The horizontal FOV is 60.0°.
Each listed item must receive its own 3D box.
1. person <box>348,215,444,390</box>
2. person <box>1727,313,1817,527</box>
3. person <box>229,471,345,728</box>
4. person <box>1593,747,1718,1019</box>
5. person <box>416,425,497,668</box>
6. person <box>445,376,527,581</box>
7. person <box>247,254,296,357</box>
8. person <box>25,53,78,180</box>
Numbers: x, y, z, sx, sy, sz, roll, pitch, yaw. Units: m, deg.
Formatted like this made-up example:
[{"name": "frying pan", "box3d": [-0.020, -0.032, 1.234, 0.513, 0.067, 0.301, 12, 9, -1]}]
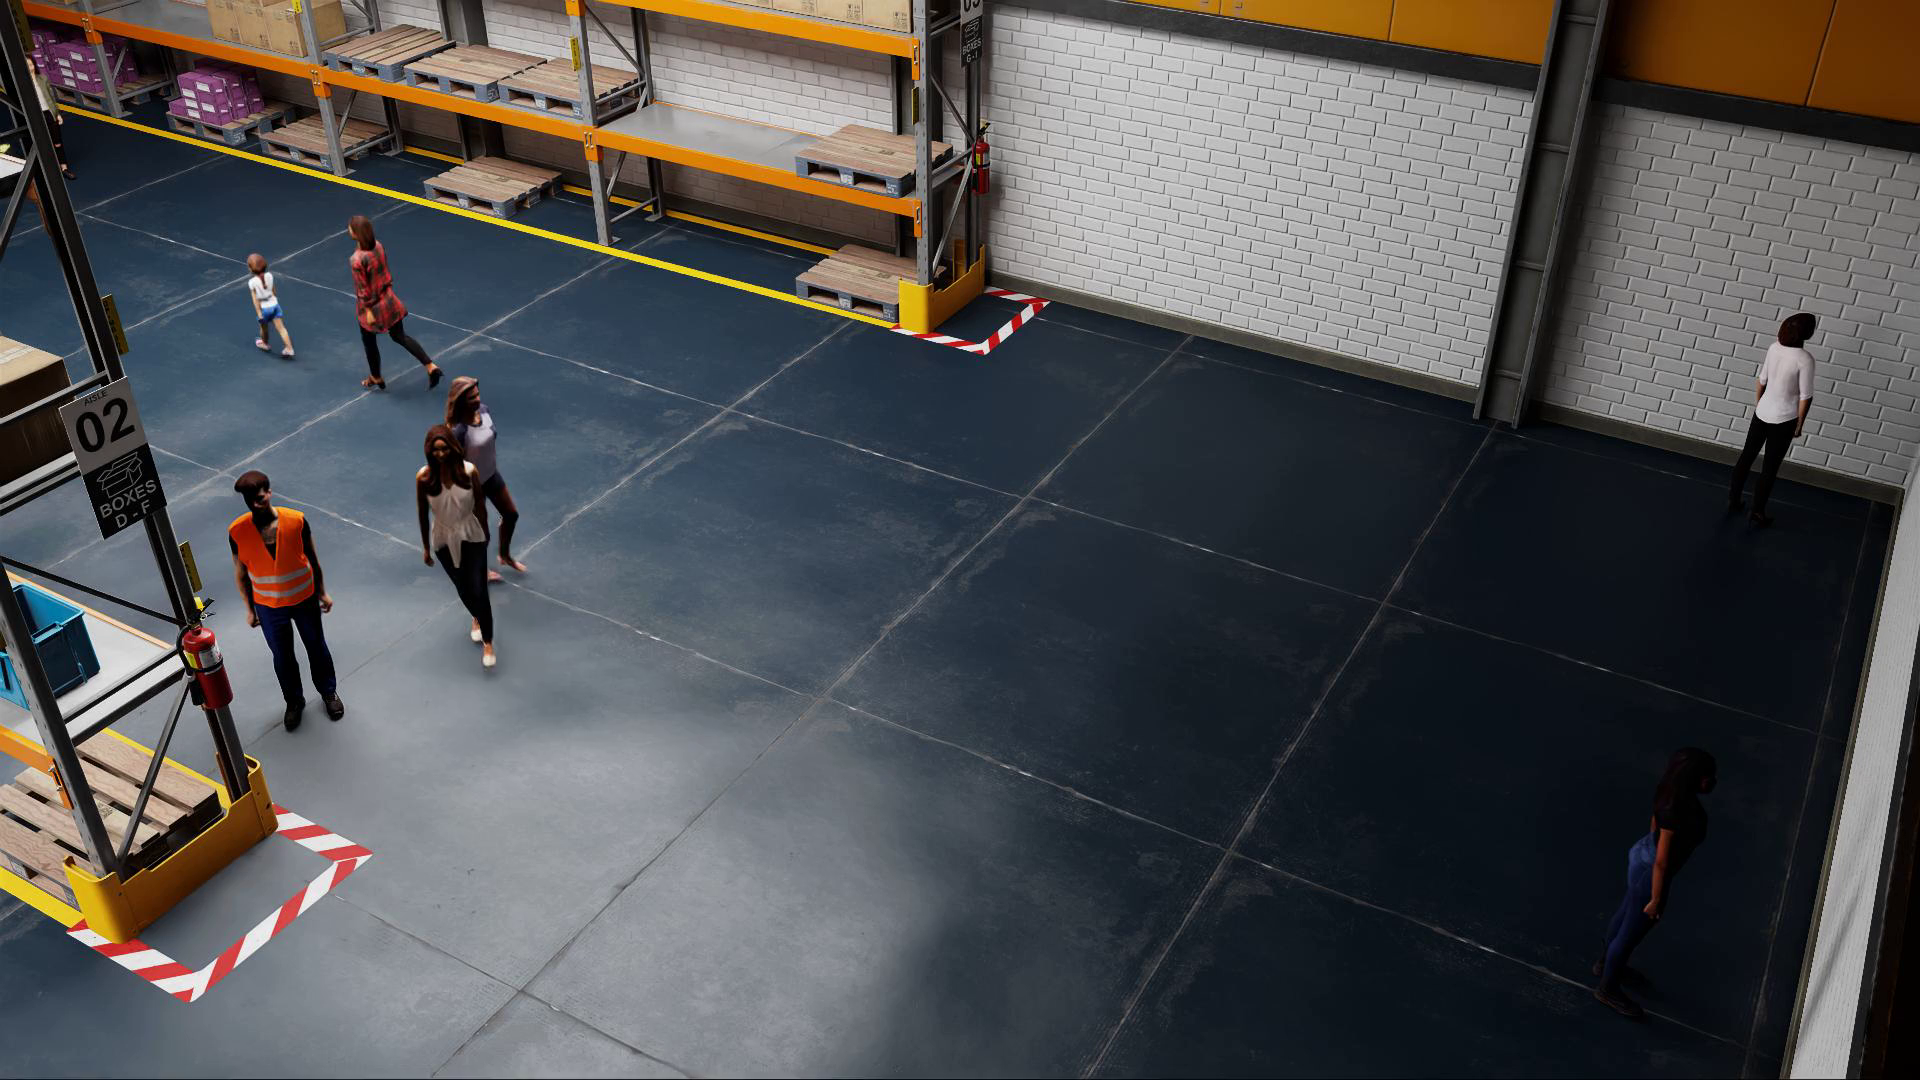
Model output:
[{"name": "person", "box3d": [-5.022, -2.033, 14.598, 1.127, 1.680, 0.778, 10, 35, 15]}, {"name": "person", "box3d": [6.280, -0.930, 12.835, 0.742, 1.795, 0.639, -15, 36, -21]}, {"name": "person", "box3d": [-4.384, 0.359, 10.813, 0.803, 1.885, 0.840, -12, 36, -18]}, {"name": "person", "box3d": [3.668, 1.775, 8.816, 0.564, 1.738, 0.586, 13, 36, 19]}, {"name": "person", "box3d": [-3.477, -0.038, 11.521, 0.911, 1.762, 0.953, -6, 34, -9]}, {"name": "person", "box3d": [-3.601, -0.452, 12.188, 0.624, 1.715, 0.618, 15, 37, 22]}, {"name": "person", "box3d": [-6.381, -2.153, 15.394, 0.744, 0.998, 0.472, 21, 39, 29]}, {"name": "person", "box3d": [-10.480, -4.819, 18.973, 0.632, 1.476, 0.592, -28, 42, -35]}]
